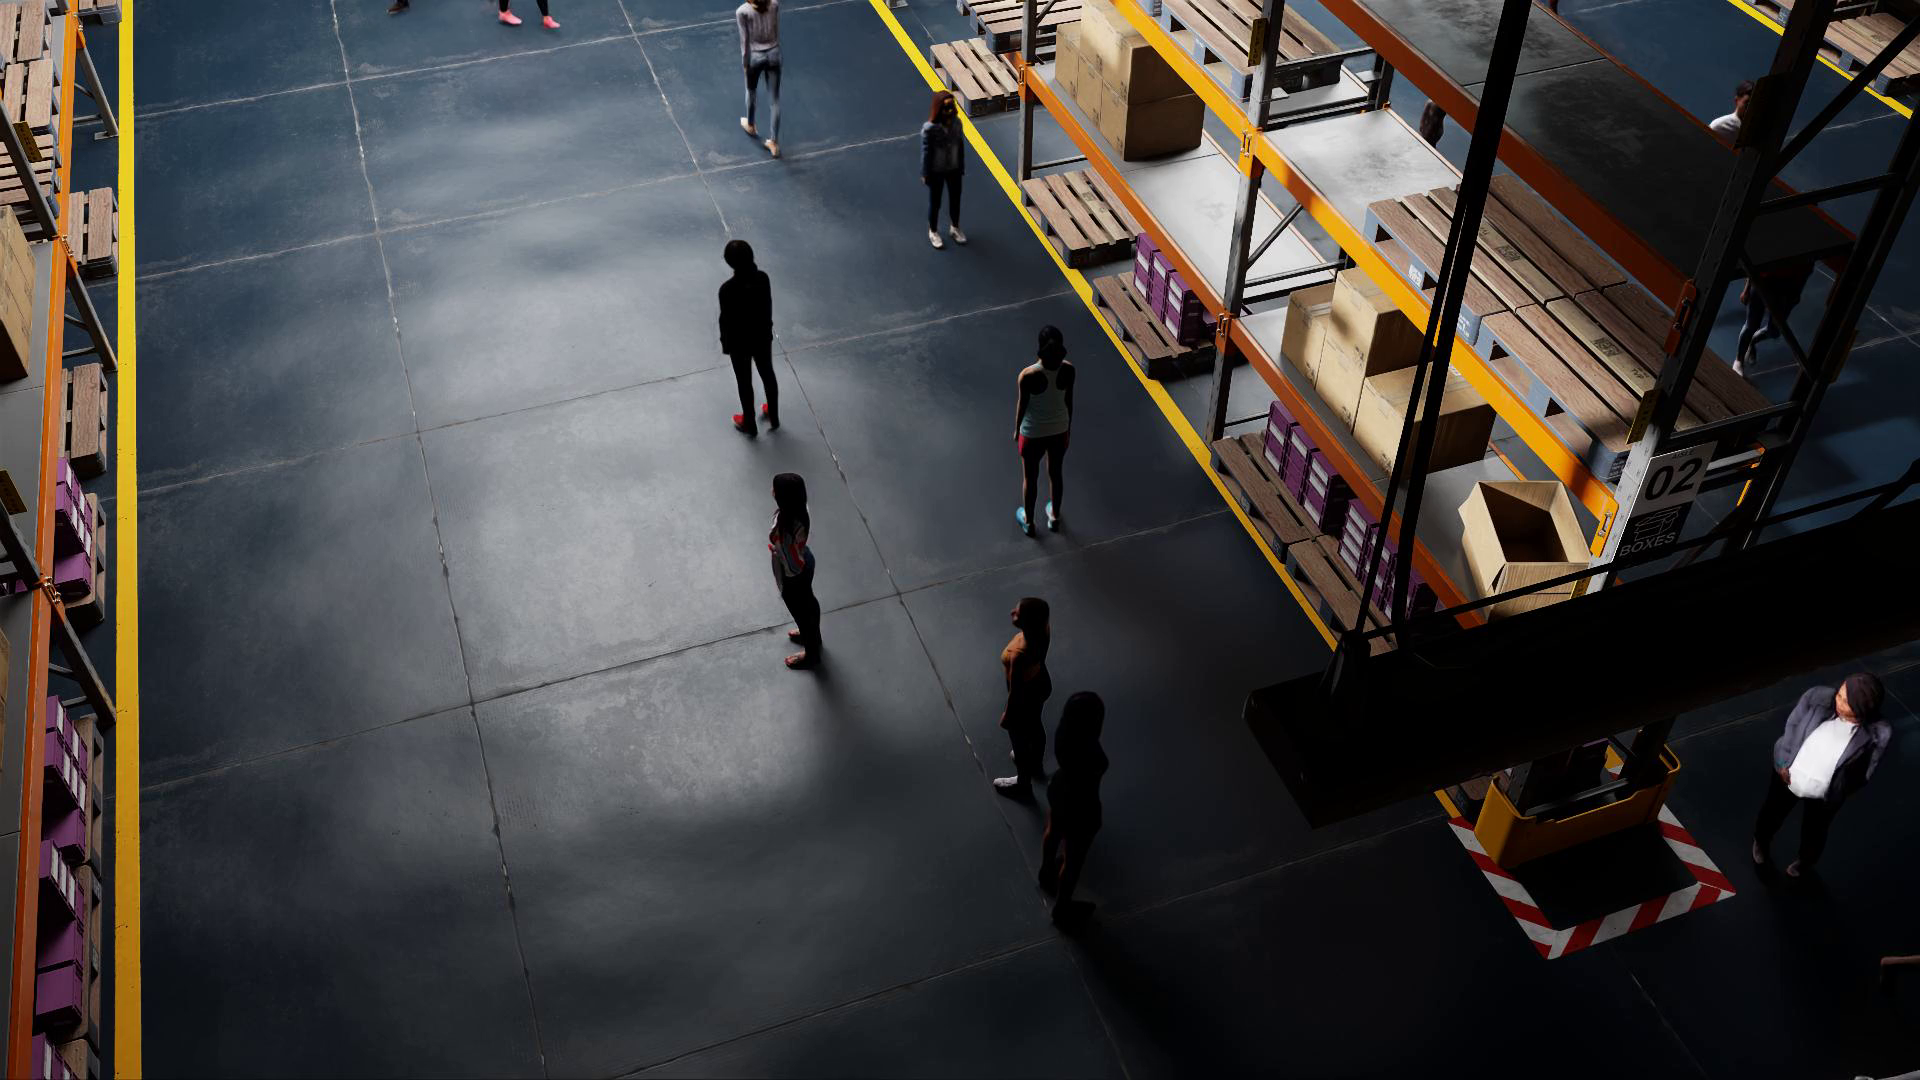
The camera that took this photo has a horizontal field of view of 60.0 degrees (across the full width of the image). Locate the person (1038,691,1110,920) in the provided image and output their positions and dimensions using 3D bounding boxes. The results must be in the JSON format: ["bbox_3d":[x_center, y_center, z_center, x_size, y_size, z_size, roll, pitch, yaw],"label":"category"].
[{"bbox_3d":[0.641,1.483,9.406,0.656,1.736,0.464,-13,45,-14],"label":"person"}]

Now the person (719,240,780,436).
[{"bbox_3d":[-1.584,-1.541,12.628,0.651,1.670,0.627,-26,49,-24],"label":"person"}]

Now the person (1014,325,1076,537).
[{"bbox_3d":[0.595,-0.771,11.751,0.572,1.765,0.562,-11,45,-12],"label":"person"}]

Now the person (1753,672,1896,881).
[{"bbox_3d":[4.983,1.316,9.694,0.764,1.582,0.863,23,48,22],"label":"person"}]

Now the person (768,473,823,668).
[{"bbox_3d":[-1.067,0.185,10.858,0.717,1.612,0.577,2,44,2],"label":"person"}]

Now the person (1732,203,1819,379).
[{"bbox_3d":[6.415,-2.029,13.126,0.757,1.691,0.793,8,44,9],"label":"person"}]

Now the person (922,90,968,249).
[{"bbox_3d":[-0.158,-3.257,14.573,0.587,1.473,0.525,-18,47,-18],"label":"person"}]

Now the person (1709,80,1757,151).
[{"bbox_3d":[6.408,-3.076,14.120,0.742,1.836,1.203,-7,44,-8],"label":"person"}]

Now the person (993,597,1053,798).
[{"bbox_3d":[0.403,0.939,10.056,0.702,1.628,0.651,20,47,20],"label":"person"}]

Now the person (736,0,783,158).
[{"bbox_3d":[-1.803,-4.445,15.602,0.637,1.774,0.938,-18,46,-18],"label":"person"}]

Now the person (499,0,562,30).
[{"bbox_3d":[-4.756,-6.183,17.518,1.111,1.647,1.004,18,46,18],"label":"person"}]
